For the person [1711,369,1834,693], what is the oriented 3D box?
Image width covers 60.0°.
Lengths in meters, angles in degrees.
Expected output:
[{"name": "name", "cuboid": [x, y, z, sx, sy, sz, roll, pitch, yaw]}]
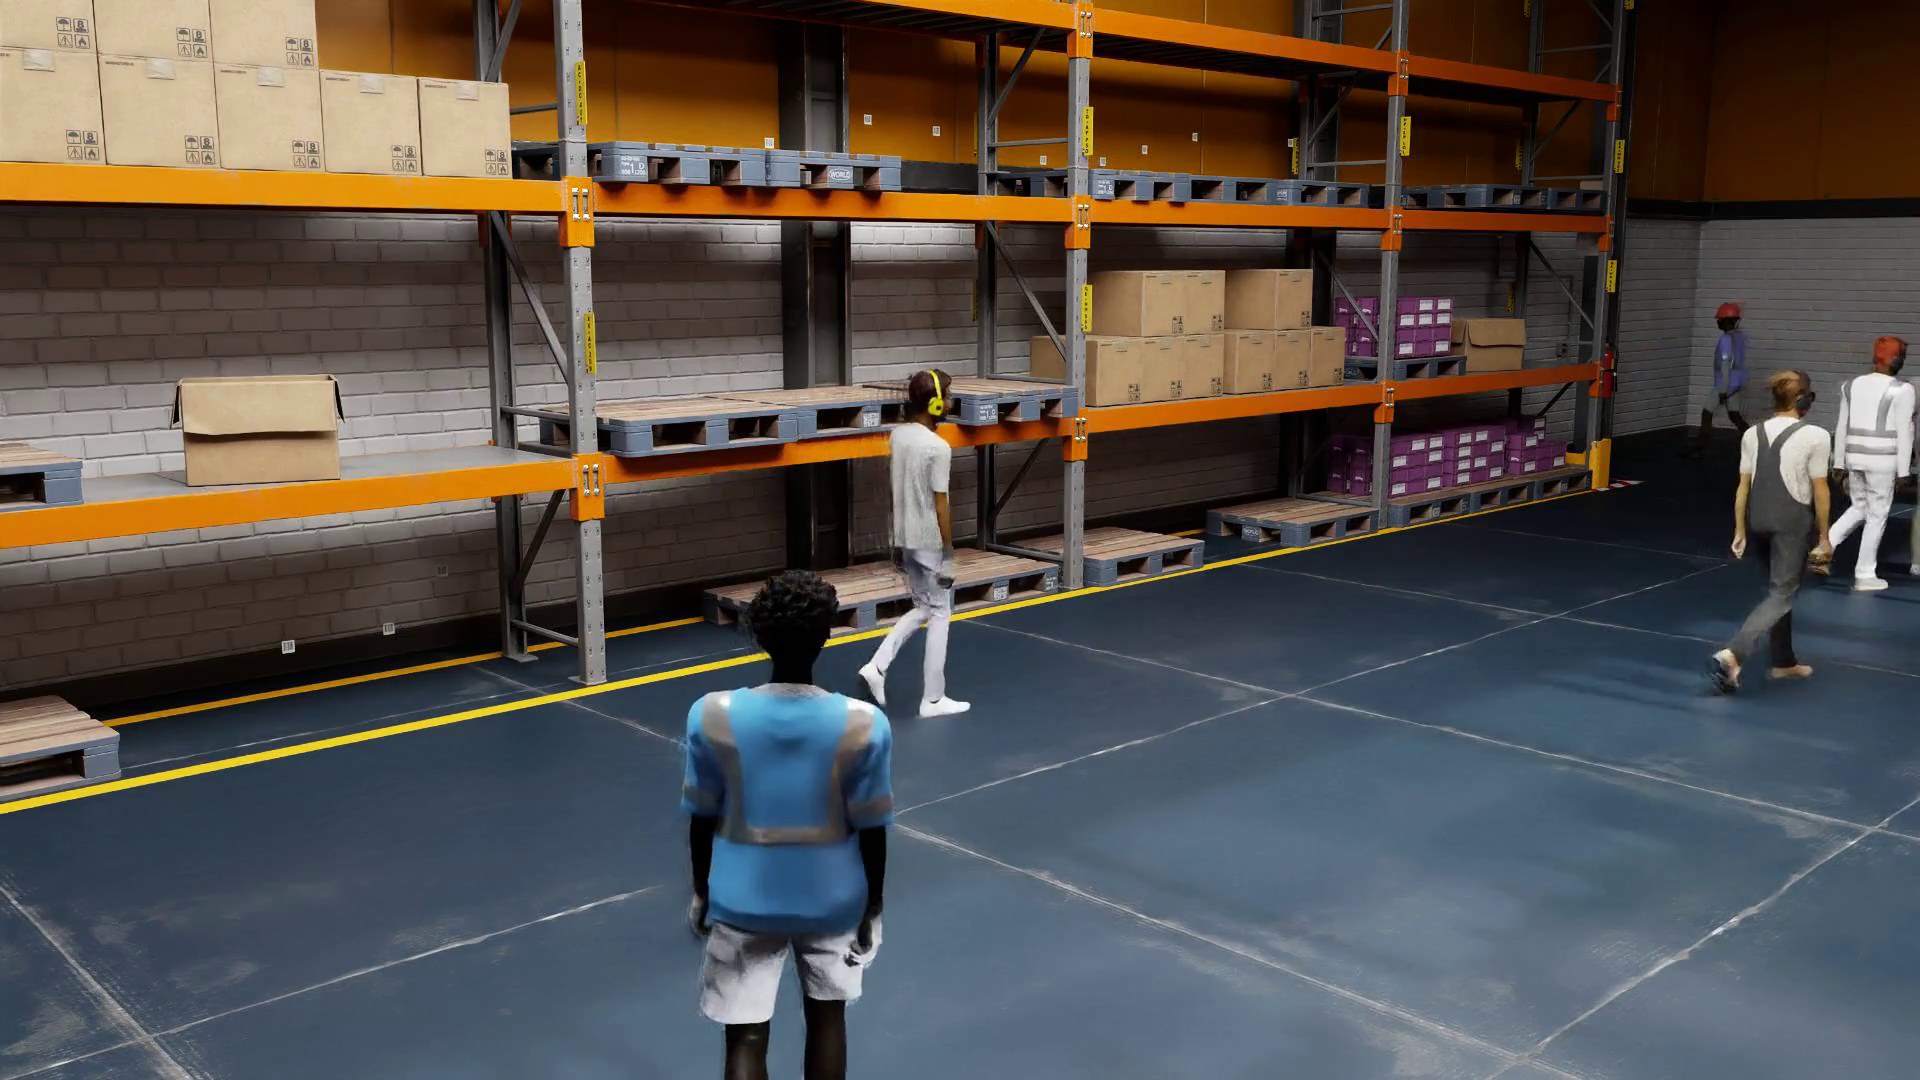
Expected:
[{"name": "person", "cuboid": [4.539, -0.046, 9.299, 0.865, 1.817, 0.519, -5, 11, -25]}]

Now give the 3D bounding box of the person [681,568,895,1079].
[{"name": "person", "cuboid": [-0.421, 0.911, 4.079, 0.530, 1.673, 0.743, -1, 10, -4]}]

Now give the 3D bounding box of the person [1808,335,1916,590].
[{"name": "person", "cuboid": [6.554, -0.543, 12.043, 0.514, 1.870, 0.581, -4, 10, -20]}]

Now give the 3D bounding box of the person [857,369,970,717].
[{"name": "person", "cuboid": [-0.232, 0.034, 8.701, 0.533, 1.851, 0.538, -7, 12, -36]}]

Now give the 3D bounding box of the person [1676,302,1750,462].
[{"name": "person", "cuboid": [9.056, -1.849, 19.603, 0.558, 1.897, 0.958, -9, 13, -43]}]

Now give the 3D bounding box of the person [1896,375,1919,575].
[{"name": "person", "cuboid": [7.357, -0.619, 12.540, 0.439, 1.883, 0.565, -7, 12, -35]}]
